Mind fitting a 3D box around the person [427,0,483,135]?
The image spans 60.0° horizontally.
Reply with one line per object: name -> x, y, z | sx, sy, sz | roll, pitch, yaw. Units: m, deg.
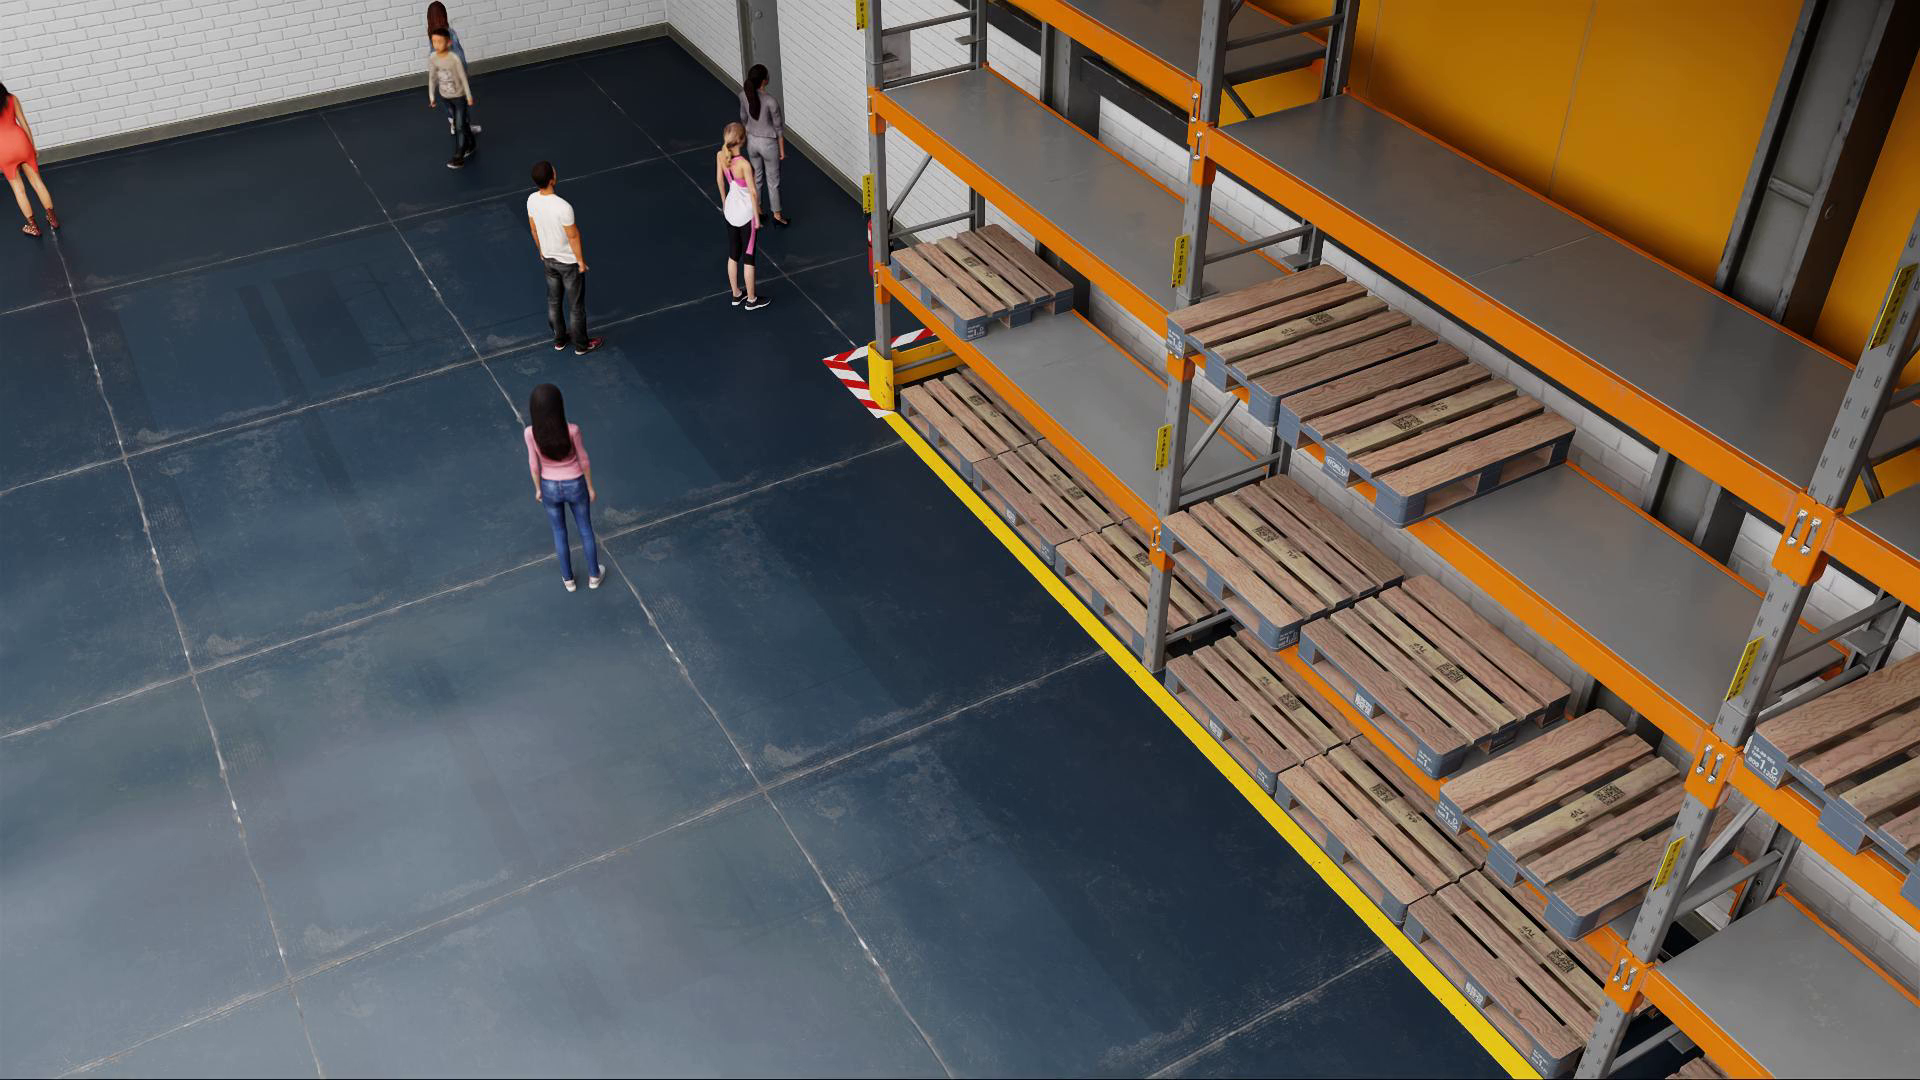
person -> -5.535, -5.117, 18.054 | 0.615, 1.477, 0.700 | 15, 41, 18

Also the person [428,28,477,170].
person -> -5.314, -4.717, 17.584 | 0.925, 1.438, 0.984 | 9, 40, 12

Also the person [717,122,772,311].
person -> -1.995, -2.935, 15.072 | 0.582, 1.786, 0.733 | 27, 46, 29

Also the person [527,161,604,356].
person -> -3.480, -2.452, 14.454 | 0.664, 1.805, 0.775 | 18, 42, 21

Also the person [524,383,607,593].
person -> -2.839, -0.371, 11.898 | 0.642, 1.742, 0.631 | -4, 39, -5

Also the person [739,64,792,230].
person -> -1.926, -3.852, 16.309 | 0.695, 1.678, 0.785 | 18, 42, 22

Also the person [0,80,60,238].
person -> -9.208, -3.782, 16.188 | 0.644, 1.719, 0.656 | 27, 46, 29
